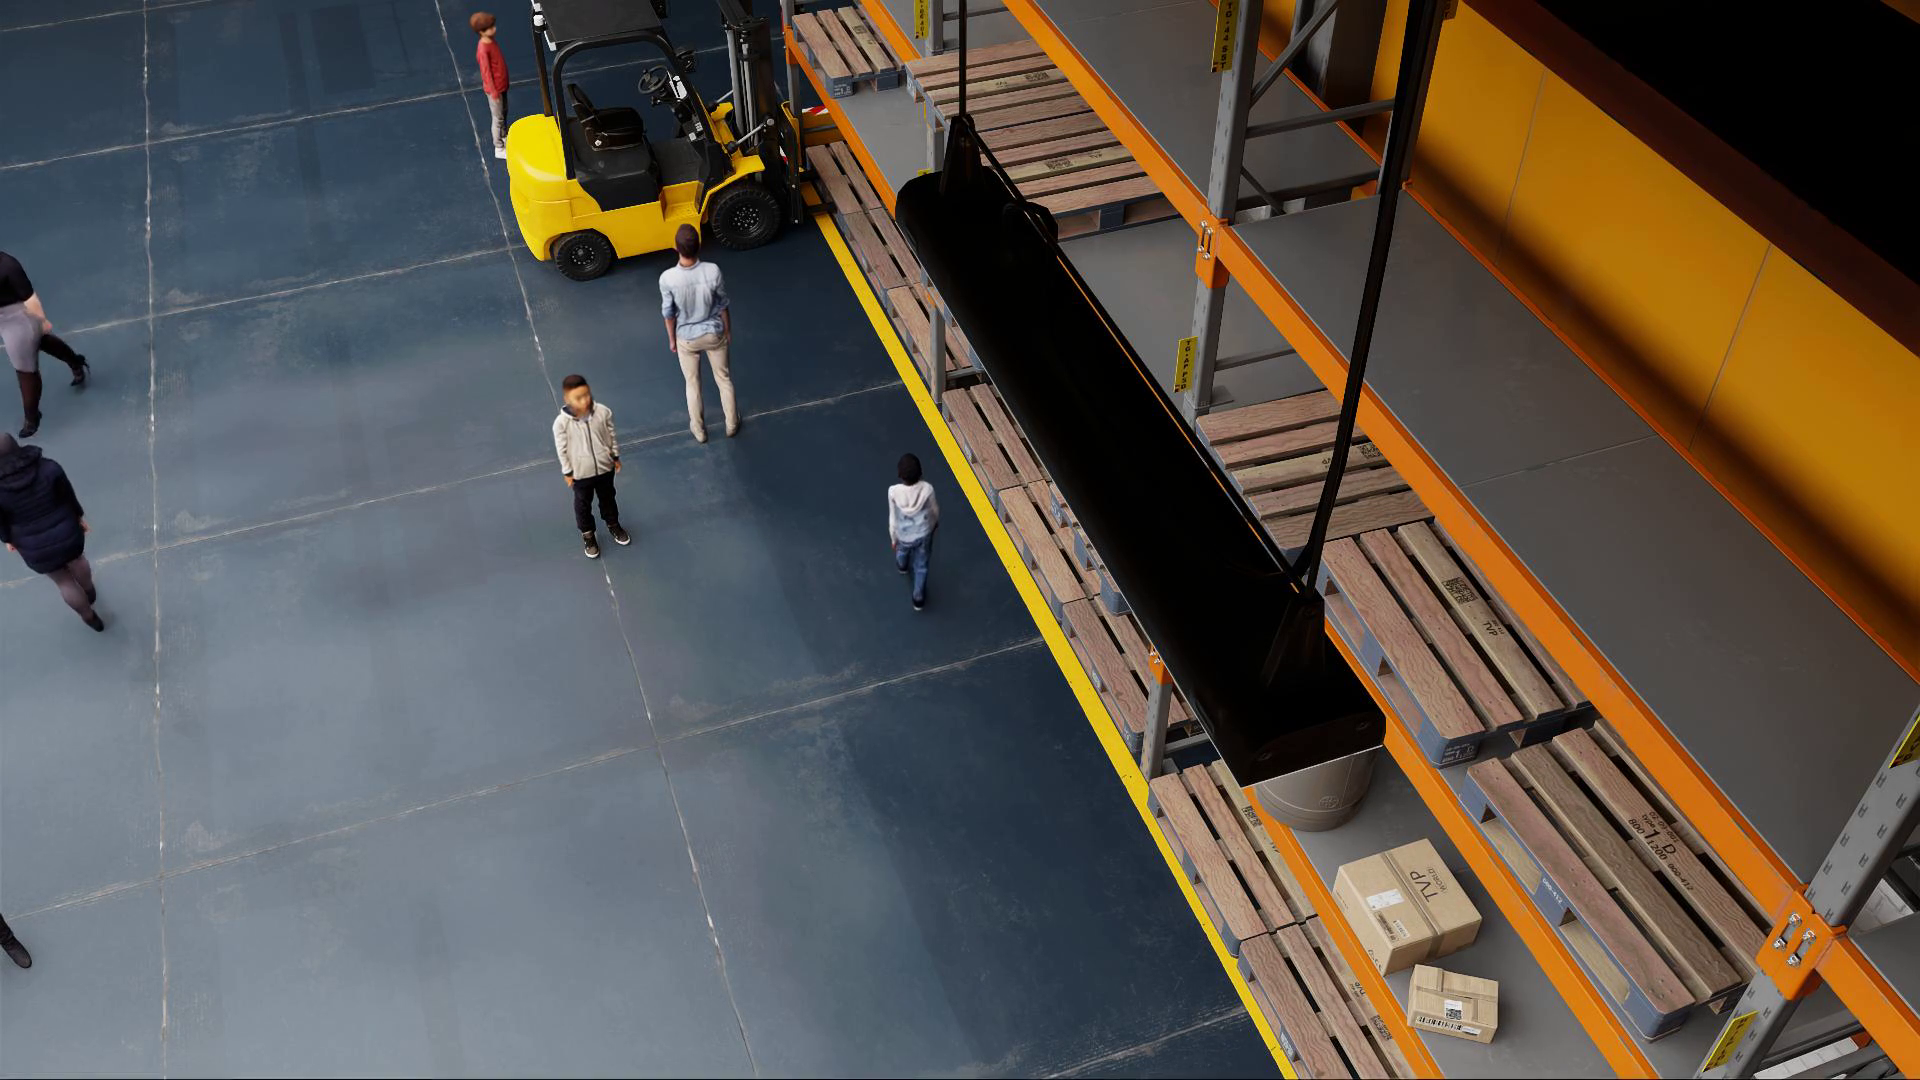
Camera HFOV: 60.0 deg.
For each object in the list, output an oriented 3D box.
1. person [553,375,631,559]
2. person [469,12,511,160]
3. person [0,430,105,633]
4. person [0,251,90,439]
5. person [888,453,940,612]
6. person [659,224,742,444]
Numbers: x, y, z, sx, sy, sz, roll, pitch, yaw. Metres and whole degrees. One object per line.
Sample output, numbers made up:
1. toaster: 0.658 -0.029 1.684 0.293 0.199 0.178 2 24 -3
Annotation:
1. person: -2.569 -0.539 11.526 0.622 1.458 0.590 -24 49 -23
2. person: -4.322 -4.228 15.428 0.626 1.417 0.499 0 44 0
3. person: -5.918 -0.012 10.826 0.829 1.661 0.915 -32 52 -29
4. person: -7.061 -1.702 12.563 1.109 1.713 1.176 17 46 17
5. person: -0.310 -0.031 11.153 0.643 1.237 0.841 0 44 0
6. person: -1.914 -1.510 12.264 0.675 1.847 0.591 -8 44 -9
